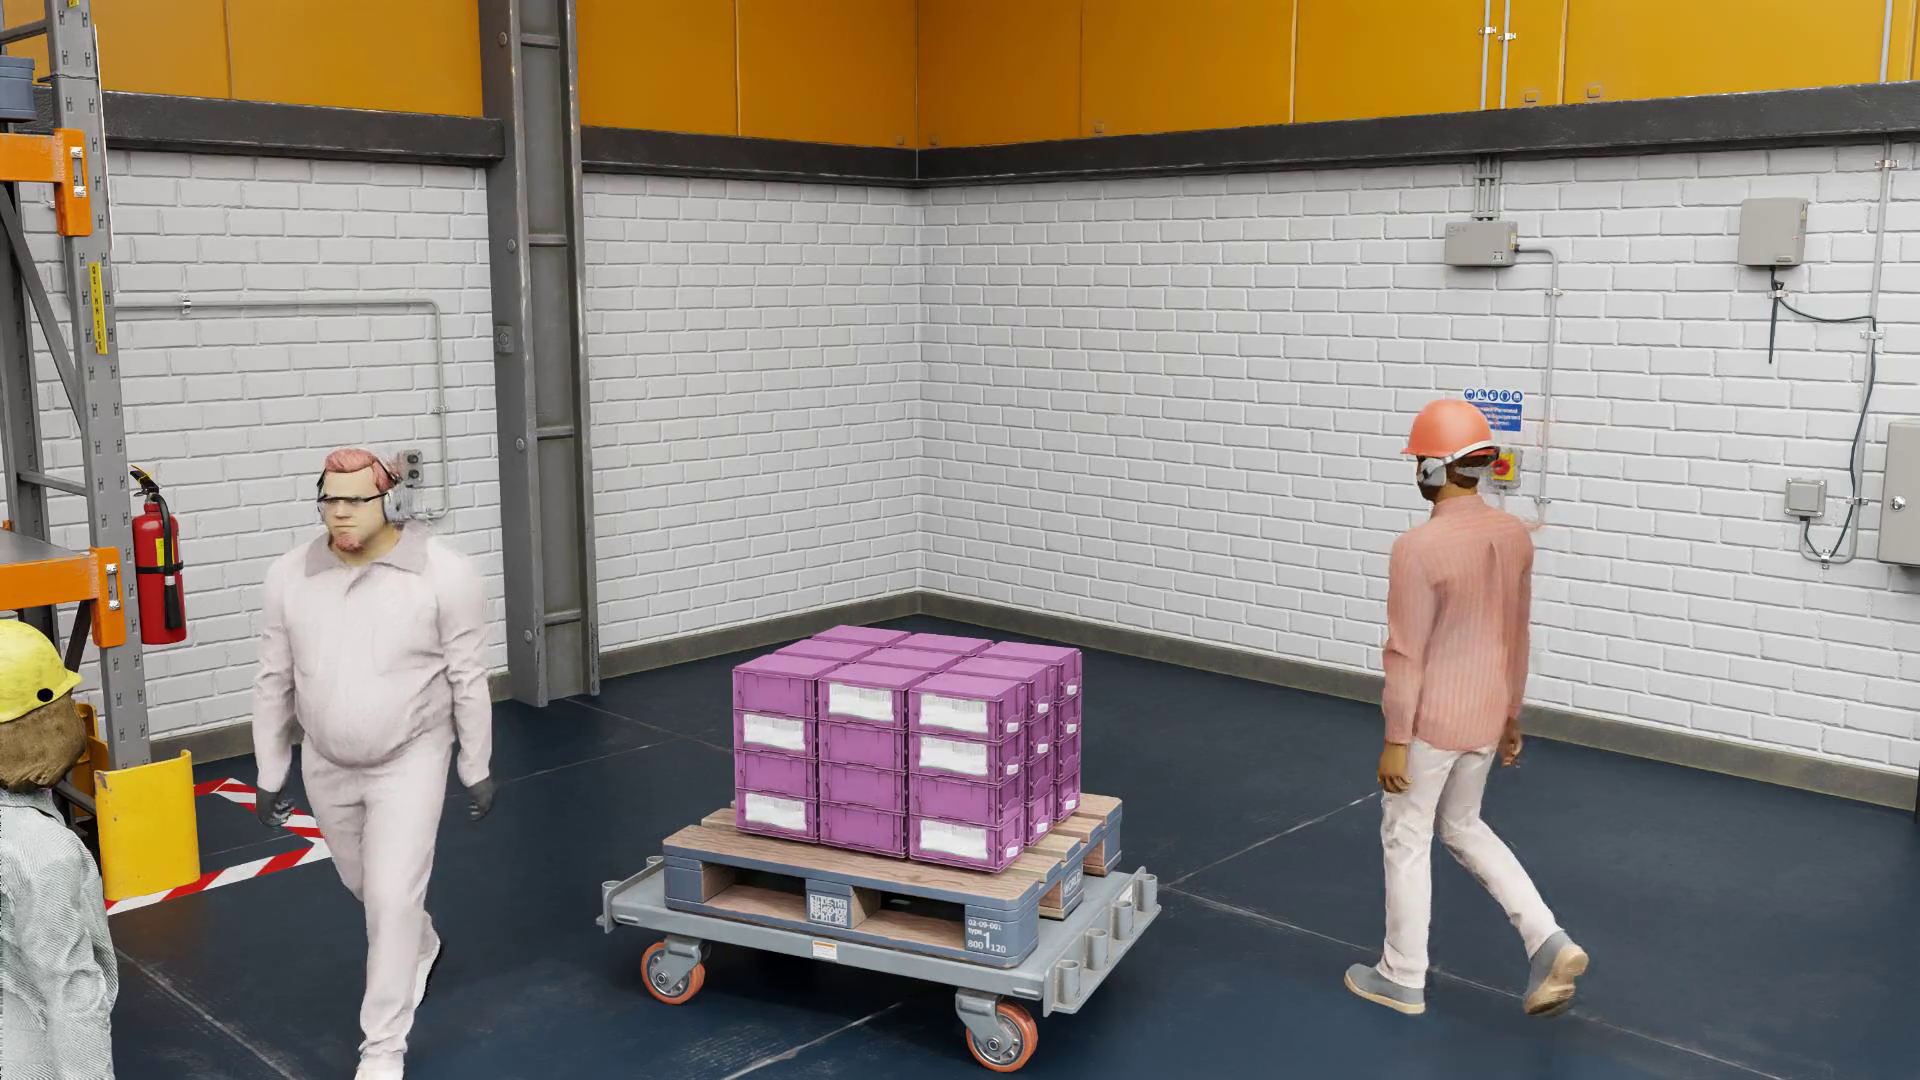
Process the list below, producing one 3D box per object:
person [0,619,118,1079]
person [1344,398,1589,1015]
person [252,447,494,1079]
[{"bbox_3d":[-1.691,1.004,3.060,0.493,1.746,0.283,6,11,34],"label":"person"},{"bbox_3d":[1.559,0.554,5.130,0.622,1.978,0.675,-7,12,-37],"label":"person"},{"bbox_3d":[-1.725,0.637,4.951,0.666,1.873,0.947,1,9,4],"label":"person"}]
